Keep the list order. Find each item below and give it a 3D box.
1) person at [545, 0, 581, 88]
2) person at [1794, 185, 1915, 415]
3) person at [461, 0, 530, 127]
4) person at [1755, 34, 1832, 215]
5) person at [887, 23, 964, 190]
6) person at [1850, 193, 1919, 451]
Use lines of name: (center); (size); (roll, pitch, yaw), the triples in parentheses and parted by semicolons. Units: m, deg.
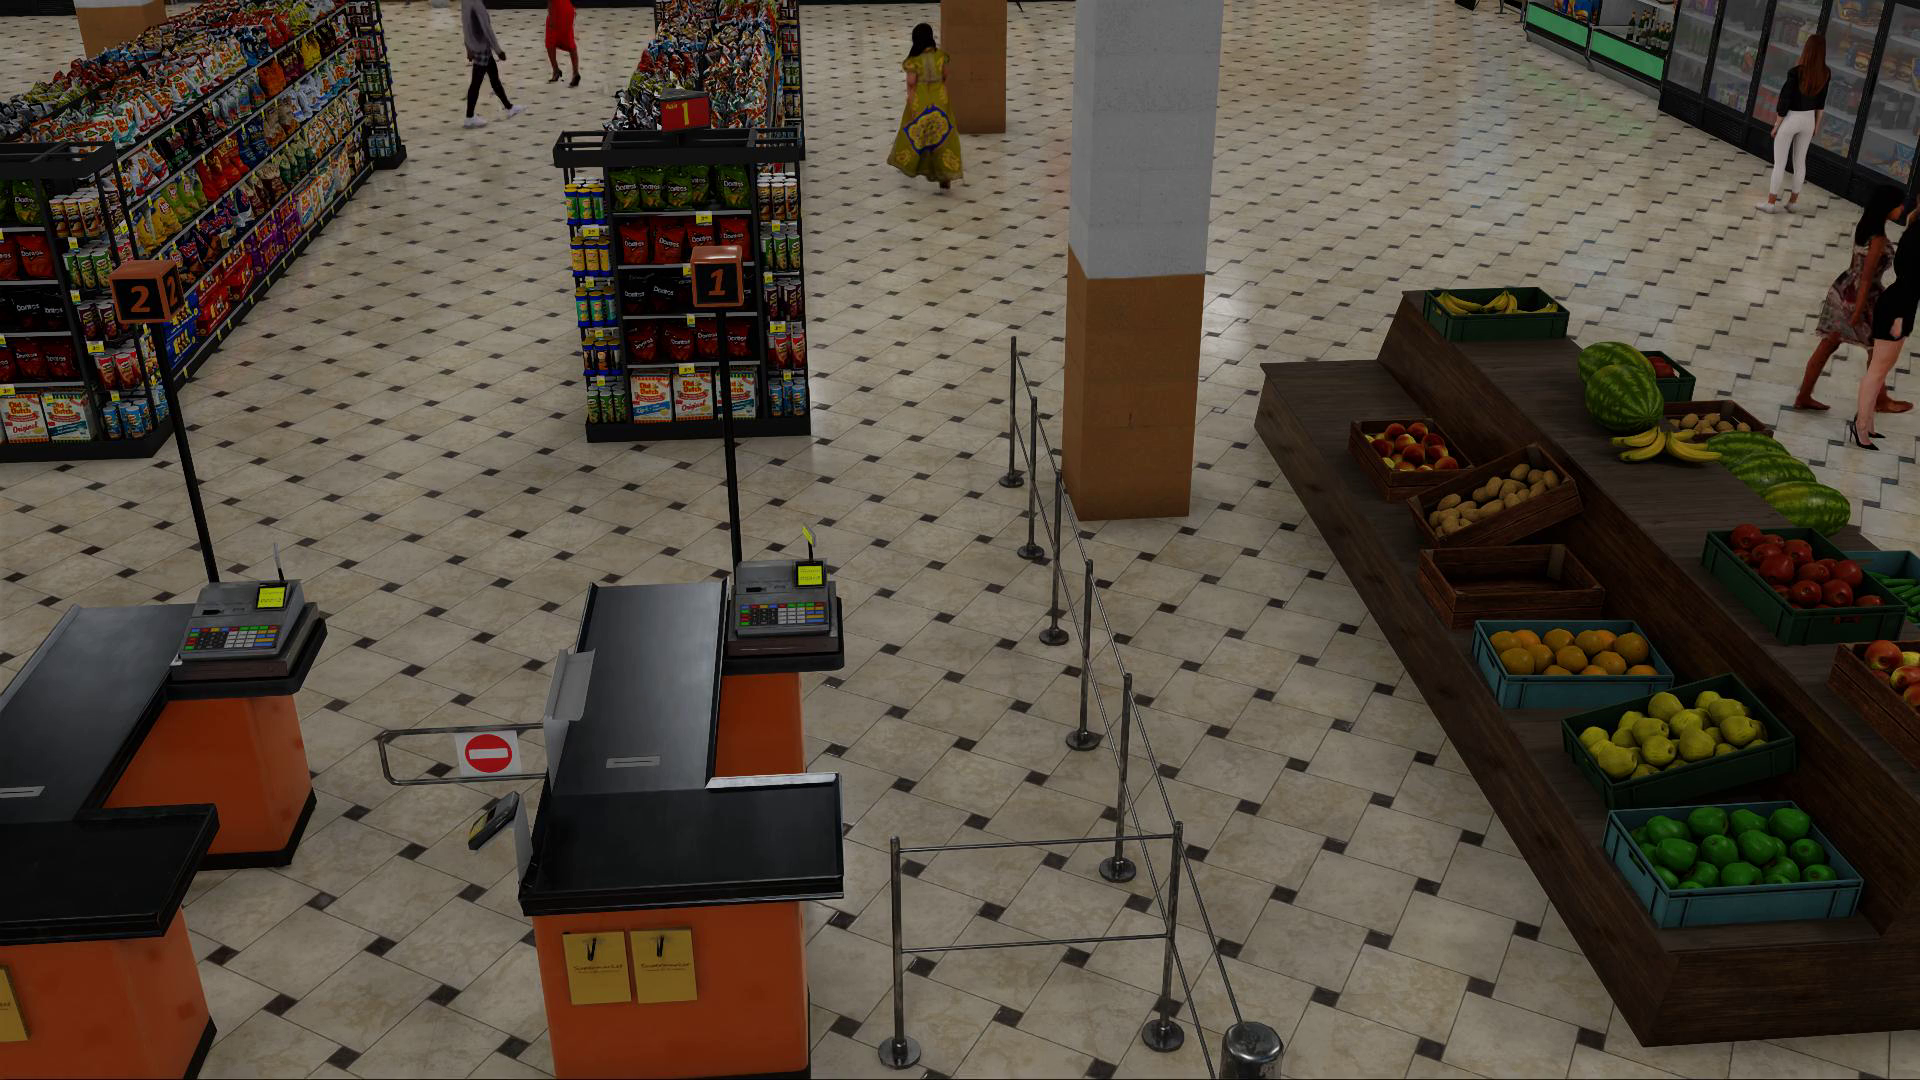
person: (-5.046, -6.686, 21.308); (0.853, 1.728, 0.798); (19, 33, 33)
person: (6.086, -1.632, 11.462); (0.822, 1.620, 0.969); (3, 27, 6)
person: (-5.662, -5.666, 19.283); (0.968, 1.740, 1.075); (-14, 30, -26)
person: (8.087, -4.017, 16.072); (0.607, 1.704, 0.517); (-1, 27, -2)
person: (-0.287, -4.331, 16.808); (0.966, 1.598, 1.327); (-10, 29, -19)
person: (6.207, -1.477, 10.992); (0.710, 1.768, 0.643); (19, 33, 33)
